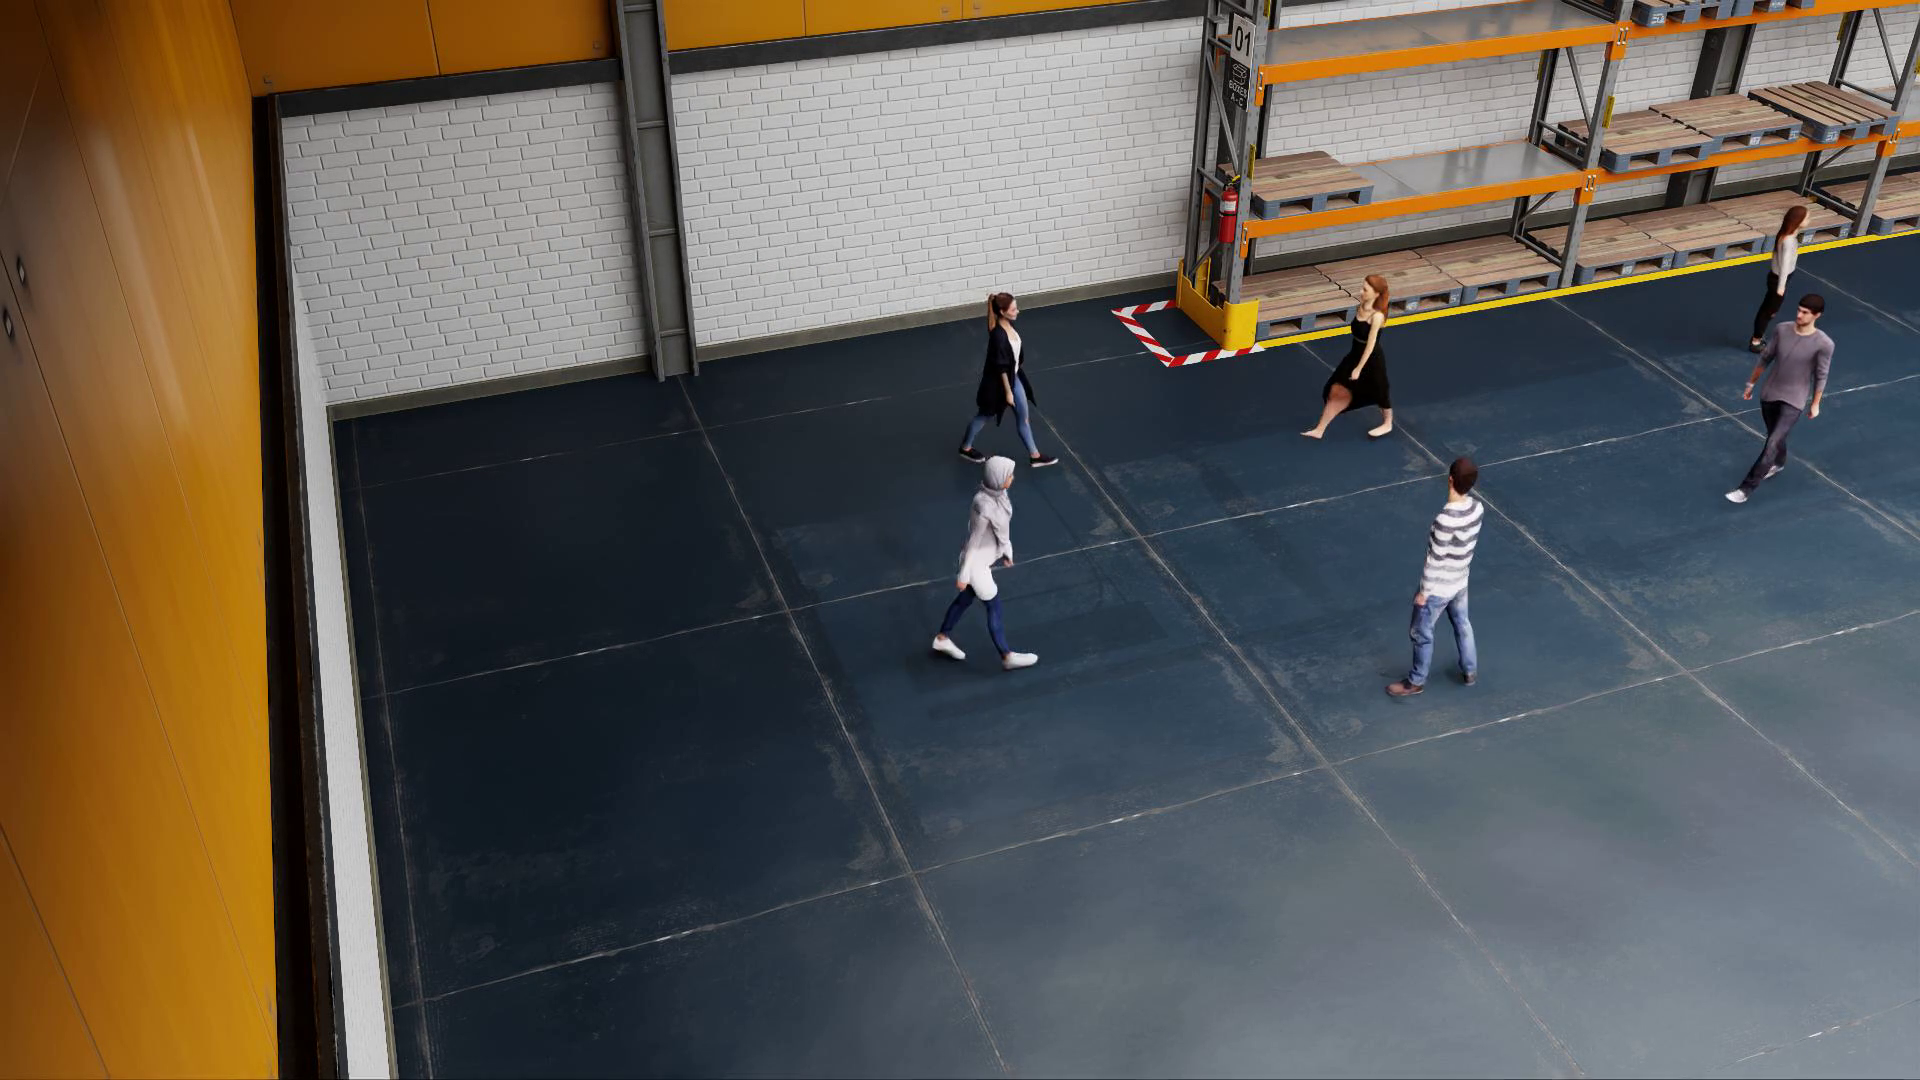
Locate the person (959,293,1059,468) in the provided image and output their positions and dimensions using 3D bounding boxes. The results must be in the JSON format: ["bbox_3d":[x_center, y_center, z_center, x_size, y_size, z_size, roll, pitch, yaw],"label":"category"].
[{"bbox_3d":[0.265,-1.322,14.168,1.202,1.631,1.057,9,35,14],"label":"person"}]

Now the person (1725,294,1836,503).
[{"bbox_3d":[6.911,-1.205,13.840,1.245,1.799,0.890,-19,38,-26],"label":"person"}]

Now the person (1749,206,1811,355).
[{"bbox_3d":[7.922,-2.535,16.125,0.667,1.485,0.620,12,35,17],"label":"person"}]

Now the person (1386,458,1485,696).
[{"bbox_3d":[3.344,0.304,11.542,1.039,1.829,0.828,20,38,27],"label":"person"}]

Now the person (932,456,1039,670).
[{"bbox_3d":[0.049,0.168,11.827,1.137,1.741,1.003,13,36,18],"label":"person"}]

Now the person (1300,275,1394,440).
[{"bbox_3d":[3.633,-1.543,14.562,1.100,1.563,0.544,-11,35,-17],"label":"person"}]
